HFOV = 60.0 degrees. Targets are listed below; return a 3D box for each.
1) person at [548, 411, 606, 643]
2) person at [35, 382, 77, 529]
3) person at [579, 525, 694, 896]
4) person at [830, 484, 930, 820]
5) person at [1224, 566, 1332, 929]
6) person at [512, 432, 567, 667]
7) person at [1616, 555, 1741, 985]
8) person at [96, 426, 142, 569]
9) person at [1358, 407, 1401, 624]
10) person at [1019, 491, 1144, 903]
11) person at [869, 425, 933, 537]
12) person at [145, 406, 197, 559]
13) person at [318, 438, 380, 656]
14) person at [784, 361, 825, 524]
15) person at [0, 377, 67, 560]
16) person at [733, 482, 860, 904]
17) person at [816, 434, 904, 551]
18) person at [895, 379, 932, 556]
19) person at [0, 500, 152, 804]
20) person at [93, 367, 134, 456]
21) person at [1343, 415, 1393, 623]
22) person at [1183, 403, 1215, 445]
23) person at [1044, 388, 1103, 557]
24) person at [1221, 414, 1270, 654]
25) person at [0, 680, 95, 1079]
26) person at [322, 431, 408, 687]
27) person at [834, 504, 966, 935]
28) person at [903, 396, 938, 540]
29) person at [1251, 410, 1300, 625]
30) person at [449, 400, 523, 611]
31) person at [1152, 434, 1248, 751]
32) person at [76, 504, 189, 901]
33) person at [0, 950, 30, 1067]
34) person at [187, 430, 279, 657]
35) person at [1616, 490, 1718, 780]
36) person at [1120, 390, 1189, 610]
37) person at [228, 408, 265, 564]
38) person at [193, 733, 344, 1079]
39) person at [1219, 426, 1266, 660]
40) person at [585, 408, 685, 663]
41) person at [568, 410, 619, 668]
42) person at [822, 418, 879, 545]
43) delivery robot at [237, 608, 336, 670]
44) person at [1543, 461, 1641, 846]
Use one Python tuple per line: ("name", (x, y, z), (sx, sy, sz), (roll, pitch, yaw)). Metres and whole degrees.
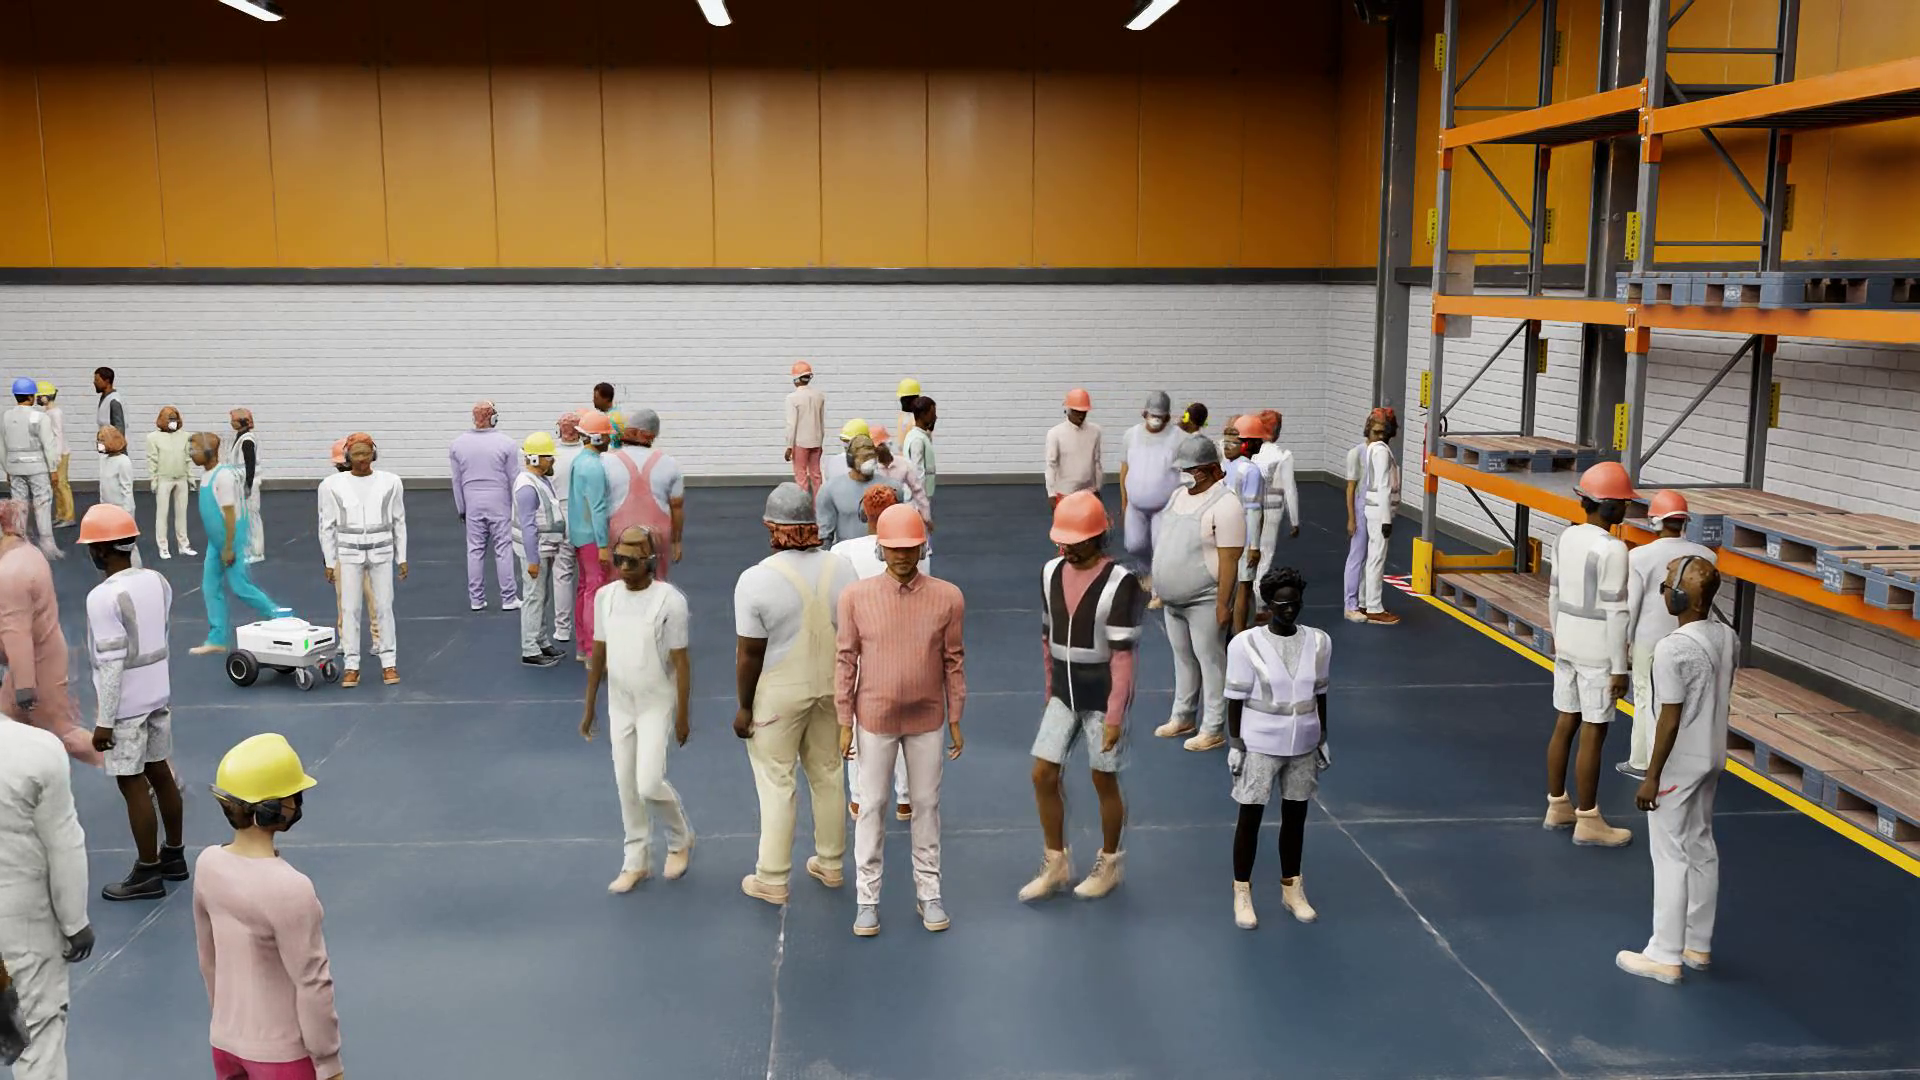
("person", (-3.181, -0.106, 13.740), (0.639, 1.910, 0.407), (-2, 9, -15))
("person", (-10.870, -1.018, 19.936), (0.347, 1.762, 0.533), (-9, 12, -43))
("person", (-1.584, 0.827, 8.118), (0.554, 1.833, 0.399), (4, 10, 26))
("person", (-0.437, 0.625, 9.224), (0.584, 1.882, 0.347), (0, 9, 2))
("person", (1.481, 0.956, 7.731), (0.541, 1.696, 0.315), (-2, 9, -15))
("person", (-3.259, 0.072, 12.910), (0.405, 1.824, 0.585), (-1, 9, -4))
("person", (3.097, 0.976, 7.141), (0.513, 1.845, 0.334), (-6, 11, -35))
("person", (-7.886, -0.256, 15.576), (0.493, 1.625, 0.280), (7, 12, 38))
("person", (3.659, -0.215, 14.500), (0.355, 1.885, 0.573), (0, 9, 1))
("person", (0.551, 0.768, 7.910), (0.611, 2.011, 0.697), (8, 12, 39))
("person", (-0.610, -0.168, 14.715), (0.708, 1.728, 0.399), (-3, 9, -15))
("person", (-8.449, -0.621, 17.840), (0.285, 1.632, 0.498), (7, 11, 36))
("person", (-4.821, 0.060, 13.215), (0.566, 1.745, 0.343), (0, 9, 2))
("person", (-1.885, -1.160, 20.082), (0.392, 1.995, 0.612), (8, 12, 40))
("person", (-9.850, -0.744, 17.621), (0.605, 1.948, 0.391), (1, 9, 4))
("person", (-0.836, 0.726, 8.102), (0.686, 2.000, 0.538), (-7, 12, -38))
("person", (-0.682, 0.232, 11.522), (0.636, 1.938, 0.358), (-3, 10, -21))
("person", (-0.511, -0.776, 17.911), (0.395, 1.922, 0.590), (-6, 11, -31))
("person", (-4.967, 0.669, 9.103), (0.895, 1.854, 0.653), (-5, 10, -27))
("person", (-10.303, -1.151, 20.269), (0.398, 1.920, 0.590), (-7, 11, -38))
("person", (3.584, -0.199, 14.541), (0.514, 1.836, 0.338), (-6, 11, -34))
("person", (2.206, -0.361, 15.593), (0.463, 1.834, 0.647), (9, 12, 43))
("person", (1.076, -0.458, 15.795), (0.685, 1.964, 0.856), (-5, 10, -27))
("person", (2.237, -0.023, 13.122), (0.377, 1.938, 0.547), (-3, 10, -18))
("person", (-3.153, 1.232, 5.386), (0.646, 1.901, 0.401), (-1, 9, -9))
("person", (-4.379, 0.141, 12.260), (0.587, 1.883, 0.342), (-3, 10, -20))
("person", (-0.271, 0.820, 7.656), (0.612, 1.995, 0.378), (-2, 9, -11))
("person", (-0.379, -0.371, 15.378), (0.376, 1.915, 0.600), (0, 9, -3))
("person", (2.717, -0.208, 14.530), (0.598, 1.856, 0.779), (8, 12, 42))
("person", (-4.230, -0.302, 14.977), (0.643, 1.909, 0.410), (1, 9, 5))
("person", (1.492, 0.317, 10.665), (0.535, 2.000, 0.680), (-5, 10, -27))
("person", (-4.048, 0.783, 8.076), (0.377, 1.932, 0.551), (1, 9, 4))
("person", (-2.949, 1.385, 4.645), (0.738, 1.844, 0.539), (0, 9, -2))
("person", (-5.789, 0.020, 13.303), (0.758, 1.822, 0.541), (-9, 13, -44))
("person", (4.217, 0.570, 9.987), (0.563, 1.749, 0.336), (-1, 9, -4))
("person", (1.777, -0.400, 15.168), (0.688, 2.000, 0.650), (4, 10, 25))
("person", (-7.511, -0.572, 17.507), (0.307, 1.641, 0.513), (-6, 11, -33))
("person", (-1.919, 1.409, 4.673), (0.525, 1.769, 0.310), (6, 11, 33))
("person", (2.181, 0.017, 13.147), (0.387, 1.849, 0.566), (-6, 11, -31))
("person", (-2.570, -0.050, 12.971), (0.834, 2.000, 0.535), (-2, 9, -15))
("person", (-2.822, -0.009, 12.880), (0.406, 1.987, 0.614), (-4, 10, -25))
("person", (-0.879, -0.105, 13.967), (0.595, 1.831, 0.403), (7, 12, 39))
("delivery robot", (-4.986, 0.749, 12.312), (0.707, 0.478, 0.477), (4, 10, 21))
("person", (3.384, 0.599, 8.889), (0.389, 2.045, 0.606), (-2, 9, -10))
